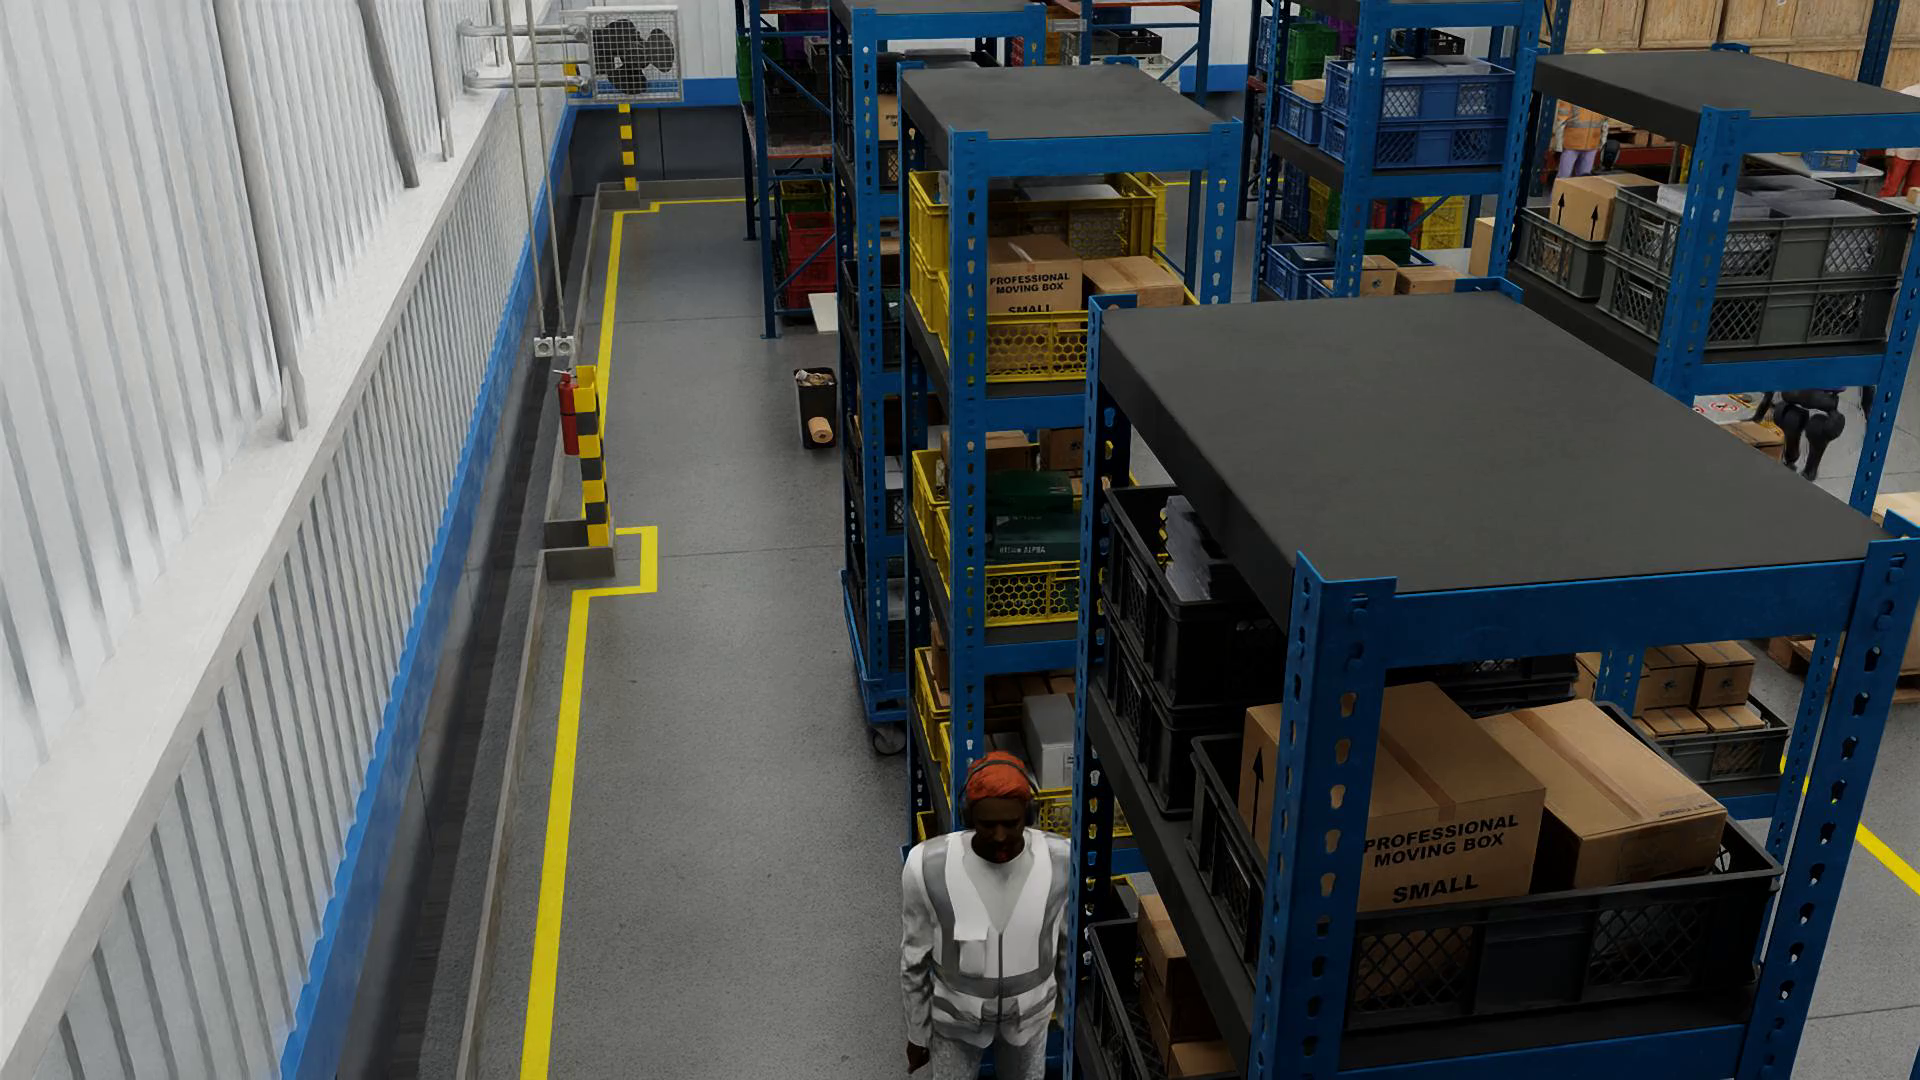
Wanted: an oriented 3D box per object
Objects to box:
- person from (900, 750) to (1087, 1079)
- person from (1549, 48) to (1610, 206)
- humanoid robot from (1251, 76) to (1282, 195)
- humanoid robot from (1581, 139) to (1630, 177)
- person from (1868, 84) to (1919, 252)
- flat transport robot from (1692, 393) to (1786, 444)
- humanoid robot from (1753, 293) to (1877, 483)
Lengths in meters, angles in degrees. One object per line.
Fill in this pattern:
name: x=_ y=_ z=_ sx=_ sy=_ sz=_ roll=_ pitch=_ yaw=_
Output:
person: x=0.103 y=1.480 z=5.152 sx=0.573 sy=1.882 sz=0.361 roll=-3 pitch=25 yaw=-7
person: x=6.440 y=-4.102 z=17.230 sx=0.586 sy=1.928 sz=0.377 roll=-3 pitch=25 yaw=-7
humanoid robot: x=3.598 y=-4.785 z=18.998 sx=0.603 sy=1.657 sz=0.318 roll=-3 pitch=25 yaw=-7
humanoid robot: x=5.456 y=-2.597 z=14.245 sx=0.603 sy=1.654 sz=0.318 roll=-3 pitch=25 yaw=-7
person: x=9.558 y=-3.873 z=16.661 sx=0.610 sy=1.989 sz=0.388 roll=-3 pitch=25 yaw=-7
flat transport robot: x=5.224 y=-0.859 z=12.132 sx=1.431 sy=0.197 sz=0.652 roll=-4 pitch=25 yaw=-8
humanoid robot: x=5.400 y=-0.848 z=10.463 sx=0.585 sy=1.634 sz=0.621 roll=-18 pitch=30 yaw=-33
